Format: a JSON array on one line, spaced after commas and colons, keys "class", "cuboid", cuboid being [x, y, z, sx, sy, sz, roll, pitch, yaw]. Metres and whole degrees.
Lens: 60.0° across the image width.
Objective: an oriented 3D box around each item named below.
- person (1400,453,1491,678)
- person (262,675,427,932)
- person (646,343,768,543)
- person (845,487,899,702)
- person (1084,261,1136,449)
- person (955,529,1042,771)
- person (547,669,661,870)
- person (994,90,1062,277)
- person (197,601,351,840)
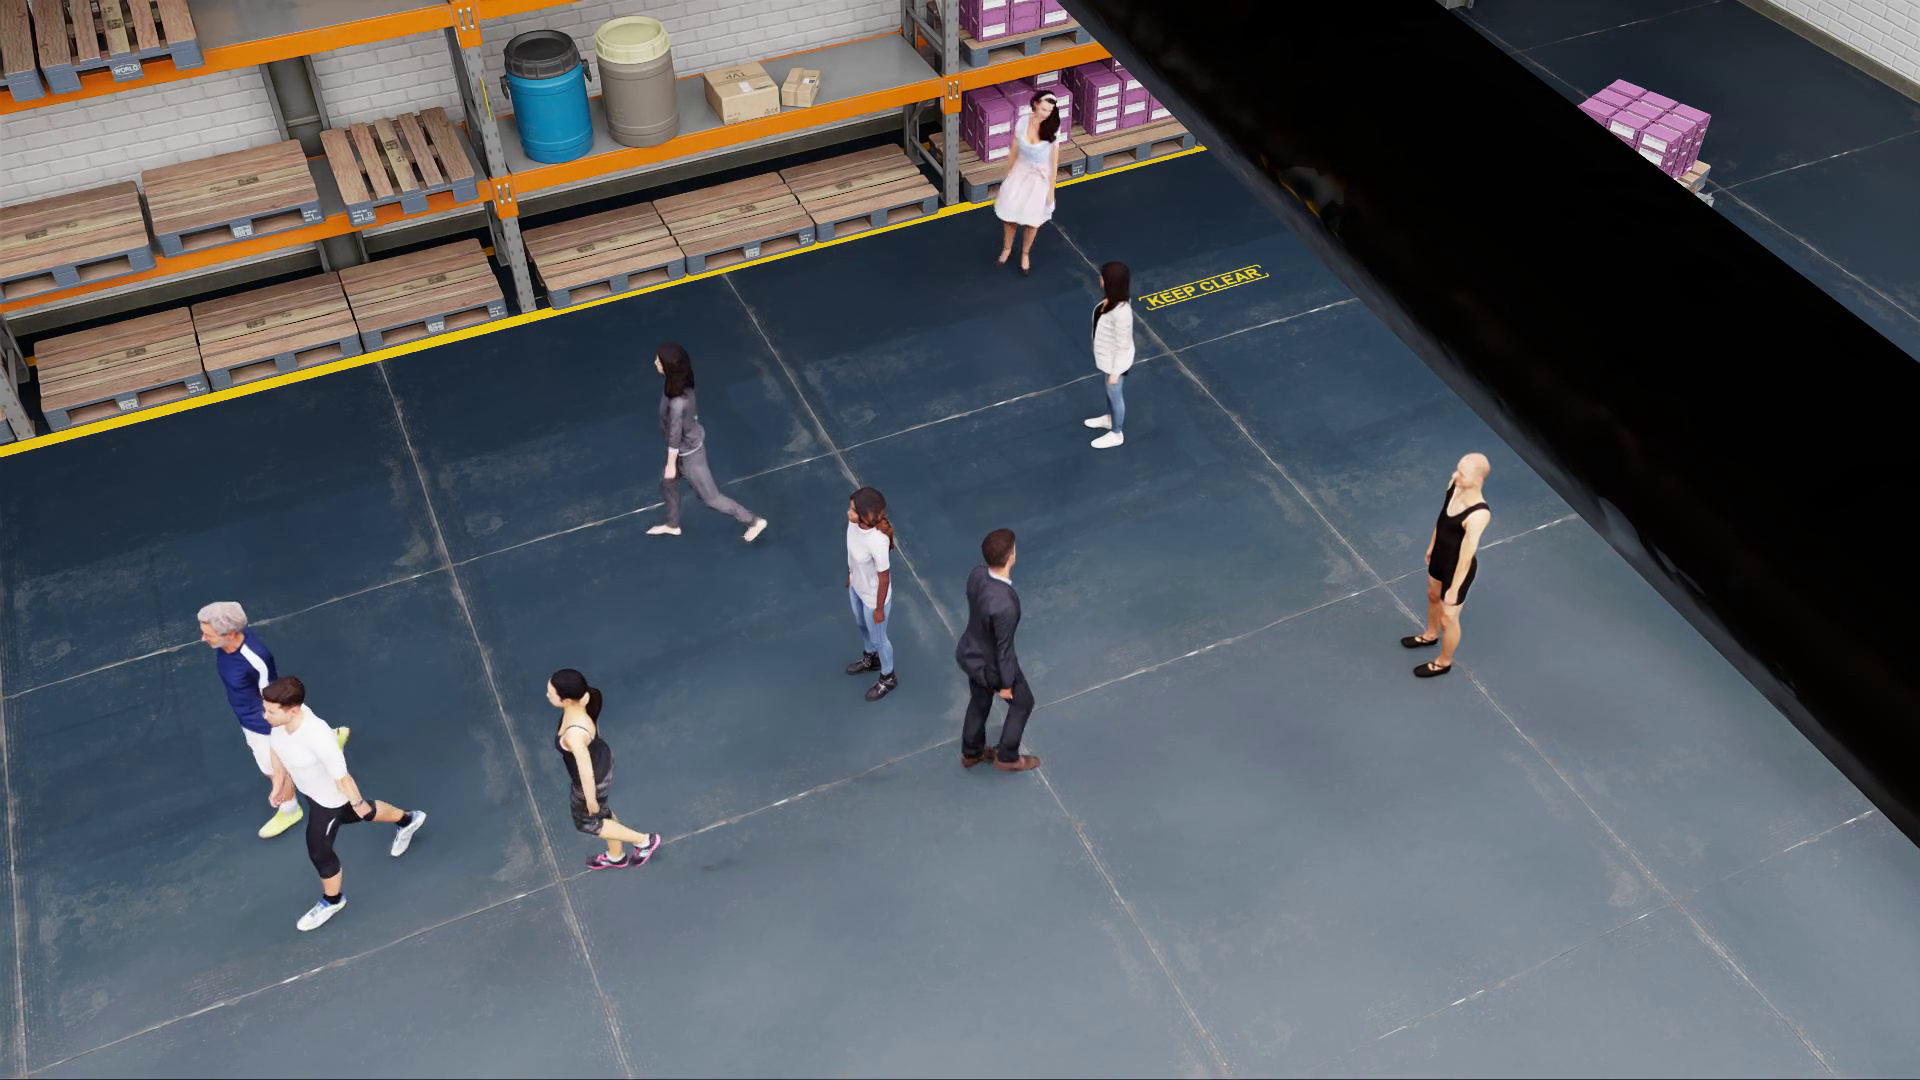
[{"class": "person", "cuboid": [3.191, 0.152, 10.730, 0.621, 1.813, 0.690, -5, 44, -5]}, {"class": "person", "cuboid": [-3.543, 1.356, 9.453, 0.956, 1.833, 1.271, 33, 53, 30]}, {"class": "person", "cuboid": [-1.807, -0.608, 11.593, 1.198, 1.723, 0.888, -2, 44, -2]}, {"class": "person", "cuboid": [-0.575, 0.331, 10.611, 0.533, 1.719, 0.597, -21, 48, -21]}, {"class": "person", "cuboid": [1.163, -1.406, 12.494, 0.664, 1.636, 0.683, -4, 44, -4]}, {"class": "person", "cuboid": [0.106, 0.741, 10.101, 0.666, 1.828, 0.664, -18, 46, -18]}, {"class": "person", "cuboid": [-2.015, 1.350, 9.545, 0.799, 1.714, 0.704, -3, 44, -3]}, {"class": "person", "cuboid": [0.585, -2.999, 14.060, 0.875, 1.784, 0.938, 21, 48, 21]}, {"class": "person", "cuboid": [-4.063, 0.984, 9.853, 0.889, 1.818, 1.107, 31, 52, 28]}]
